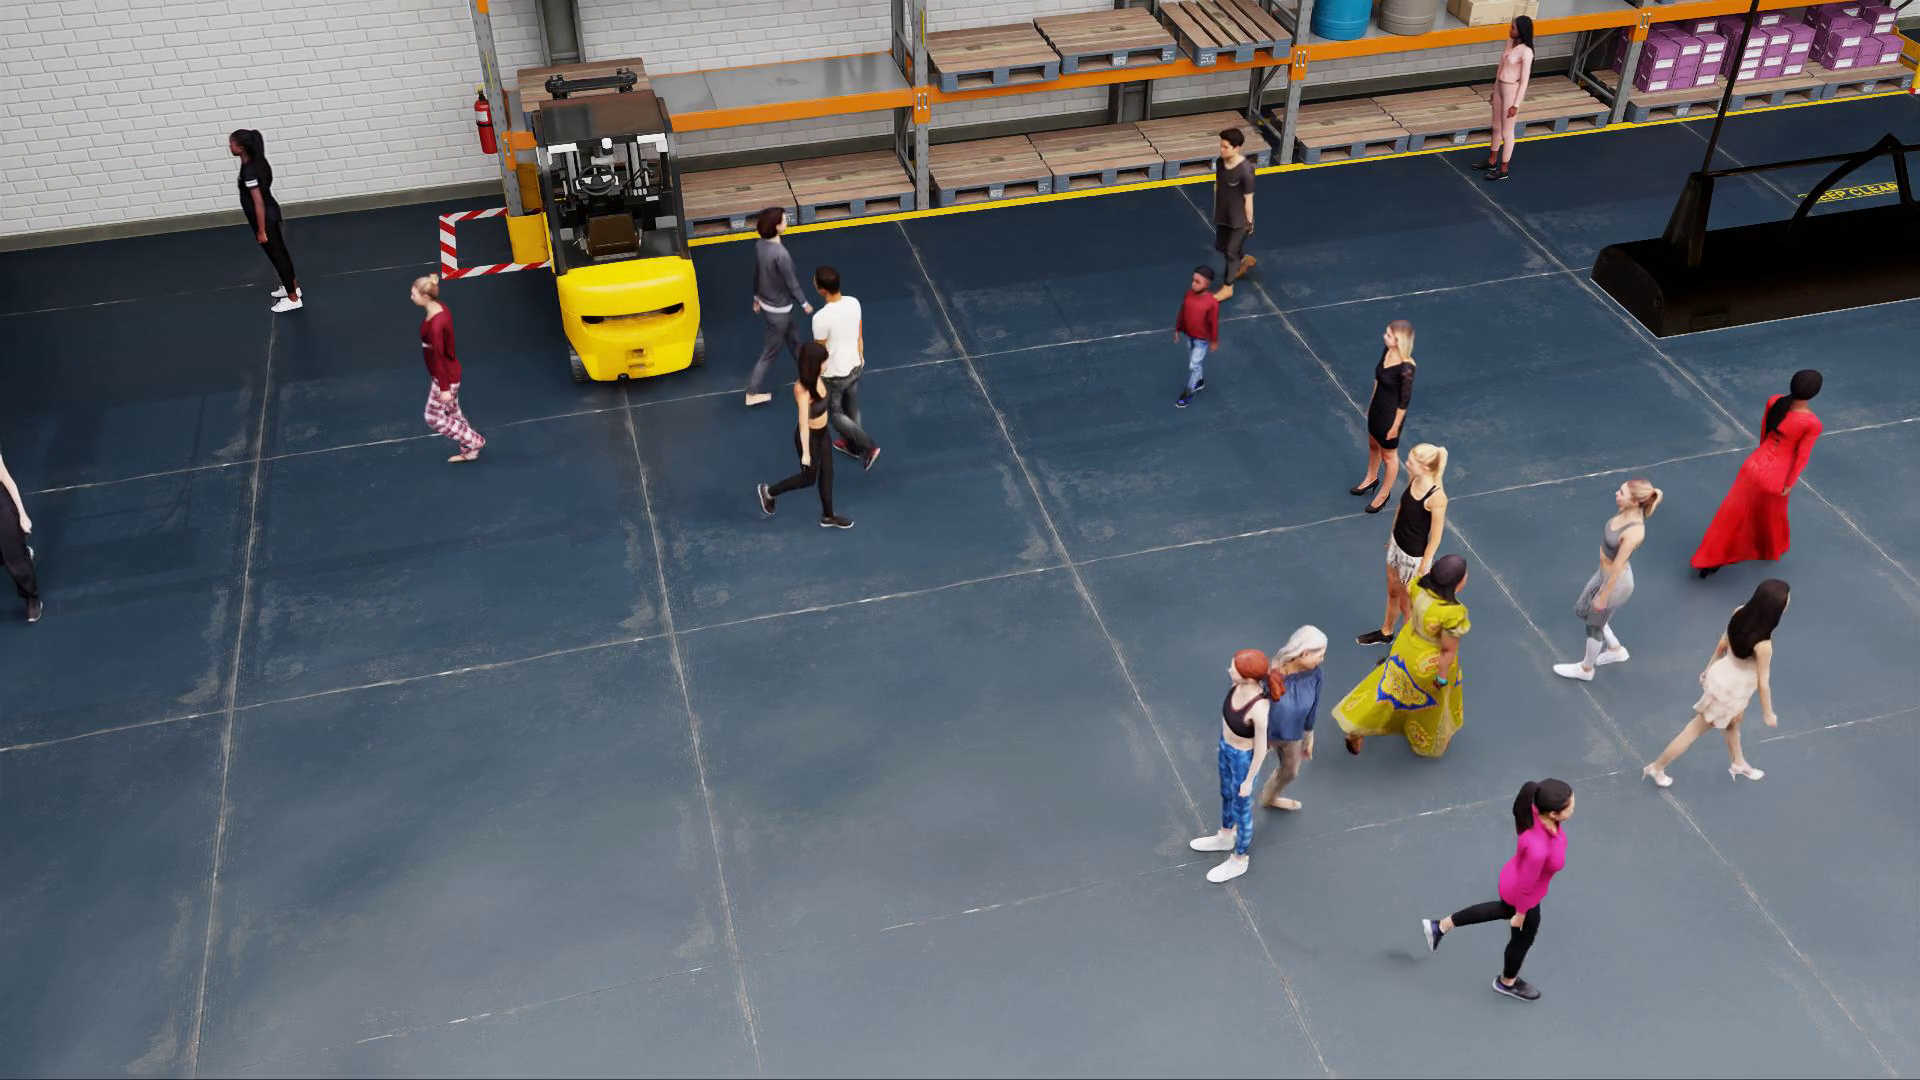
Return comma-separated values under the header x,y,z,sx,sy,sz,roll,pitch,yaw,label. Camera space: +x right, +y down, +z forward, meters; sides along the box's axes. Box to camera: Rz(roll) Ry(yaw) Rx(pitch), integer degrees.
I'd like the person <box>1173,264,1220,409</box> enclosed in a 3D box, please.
x,y,z,sx,sy,sz,roll,pitch,yaw,label
2.041,-1.763,13.970,0.779,1.243,0.677,-29,47,-31,person

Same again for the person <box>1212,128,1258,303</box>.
x,y,z,sx,sy,sz,roll,pitch,yaw,label
2.553,-2.986,15.150,0.960,1.683,0.798,-20,43,-24,person

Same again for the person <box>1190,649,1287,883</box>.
x,y,z,sx,sy,sz,roll,pitch,yaw,label
1.626,1.297,9.711,0.564,1.787,0.557,-8,39,-10,person

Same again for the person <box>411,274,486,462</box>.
x,y,z,sx,sy,sz,roll,pitch,yaw,label
-3.970,-1.311,13.050,0.623,1.686,0.637,-9,39,-11,person

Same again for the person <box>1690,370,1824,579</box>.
x,y,z,sx,sy,sz,roll,pitch,yaw,label
5.699,-0.421,11.900,1.206,1.741,0.856,-22,44,-25,person

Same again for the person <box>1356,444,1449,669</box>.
x,y,z,sx,sy,sz,roll,pitch,yaw,label
3.039,0.075,11.187,0.512,1.846,0.594,-8,39,-10,person

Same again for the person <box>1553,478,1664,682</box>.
x,y,z,sx,sy,sz,roll,pitch,yaw,label
4.402,0.307,11.019,0.806,1.693,0.718,9,39,11,person

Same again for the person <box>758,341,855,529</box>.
x,y,z,sx,sy,sz,roll,pitch,yaw,label
-1.183,-0.768,12.421,1.039,1.622,0.823,8,39,10,person

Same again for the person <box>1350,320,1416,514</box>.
x,y,z,sx,sy,sz,roll,pitch,yaw,label
3.244,-0.951,12.607,0.464,1.677,0.548,-8,39,-10,person

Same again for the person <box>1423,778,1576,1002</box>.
x,y,z,sx,sy,sz,roll,pitch,yaw,label
2.977,1.876,9.070,1.035,1.683,0.878,10,40,12,person

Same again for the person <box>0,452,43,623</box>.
x,y,z,sx,sy,sz,roll,pitch,yaw,label
-6.780,-0.250,11.681,0.751,1.737,0.660,-9,39,-11,person

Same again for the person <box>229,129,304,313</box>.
x,y,z,sx,sy,sz,roll,pitch,yaw,label
-6.266,-2.891,14.994,0.552,1.728,0.599,-8,39,-10,person

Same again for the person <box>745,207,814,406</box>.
x,y,z,sx,sy,sz,roll,pitch,yaw,label
-1.582,-1.875,13.728,1.162,1.722,0.818,-22,44,-25,person

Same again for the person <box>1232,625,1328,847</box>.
x,y,z,sx,sy,sz,roll,pitch,yaw,label
1.816,1.176,9.955,0.539,1.673,0.808,-2,39,-3,person

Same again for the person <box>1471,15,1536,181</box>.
x,y,z,sx,sy,sz,roll,pitch,yaw,label
5.637,-4.551,17.079,0.520,1.721,0.611,-8,39,-10,person

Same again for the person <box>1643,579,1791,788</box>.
x,y,z,sx,sy,sz,roll,pitch,yaw,label
4.609,0.937,10.224,1.062,1.699,0.810,4,39,5,person

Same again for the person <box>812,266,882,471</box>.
x,y,z,sx,sy,sz,roll,pitch,yaw,label
-0.891,-1.289,12.958,0.990,1.776,0.947,28,47,31,person

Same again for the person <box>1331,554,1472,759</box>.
x,y,z,sx,sy,sz,roll,pitch,yaw,label
2.865,0.772,10.490,1.257,1.637,0.895,-16,41,-19,person
